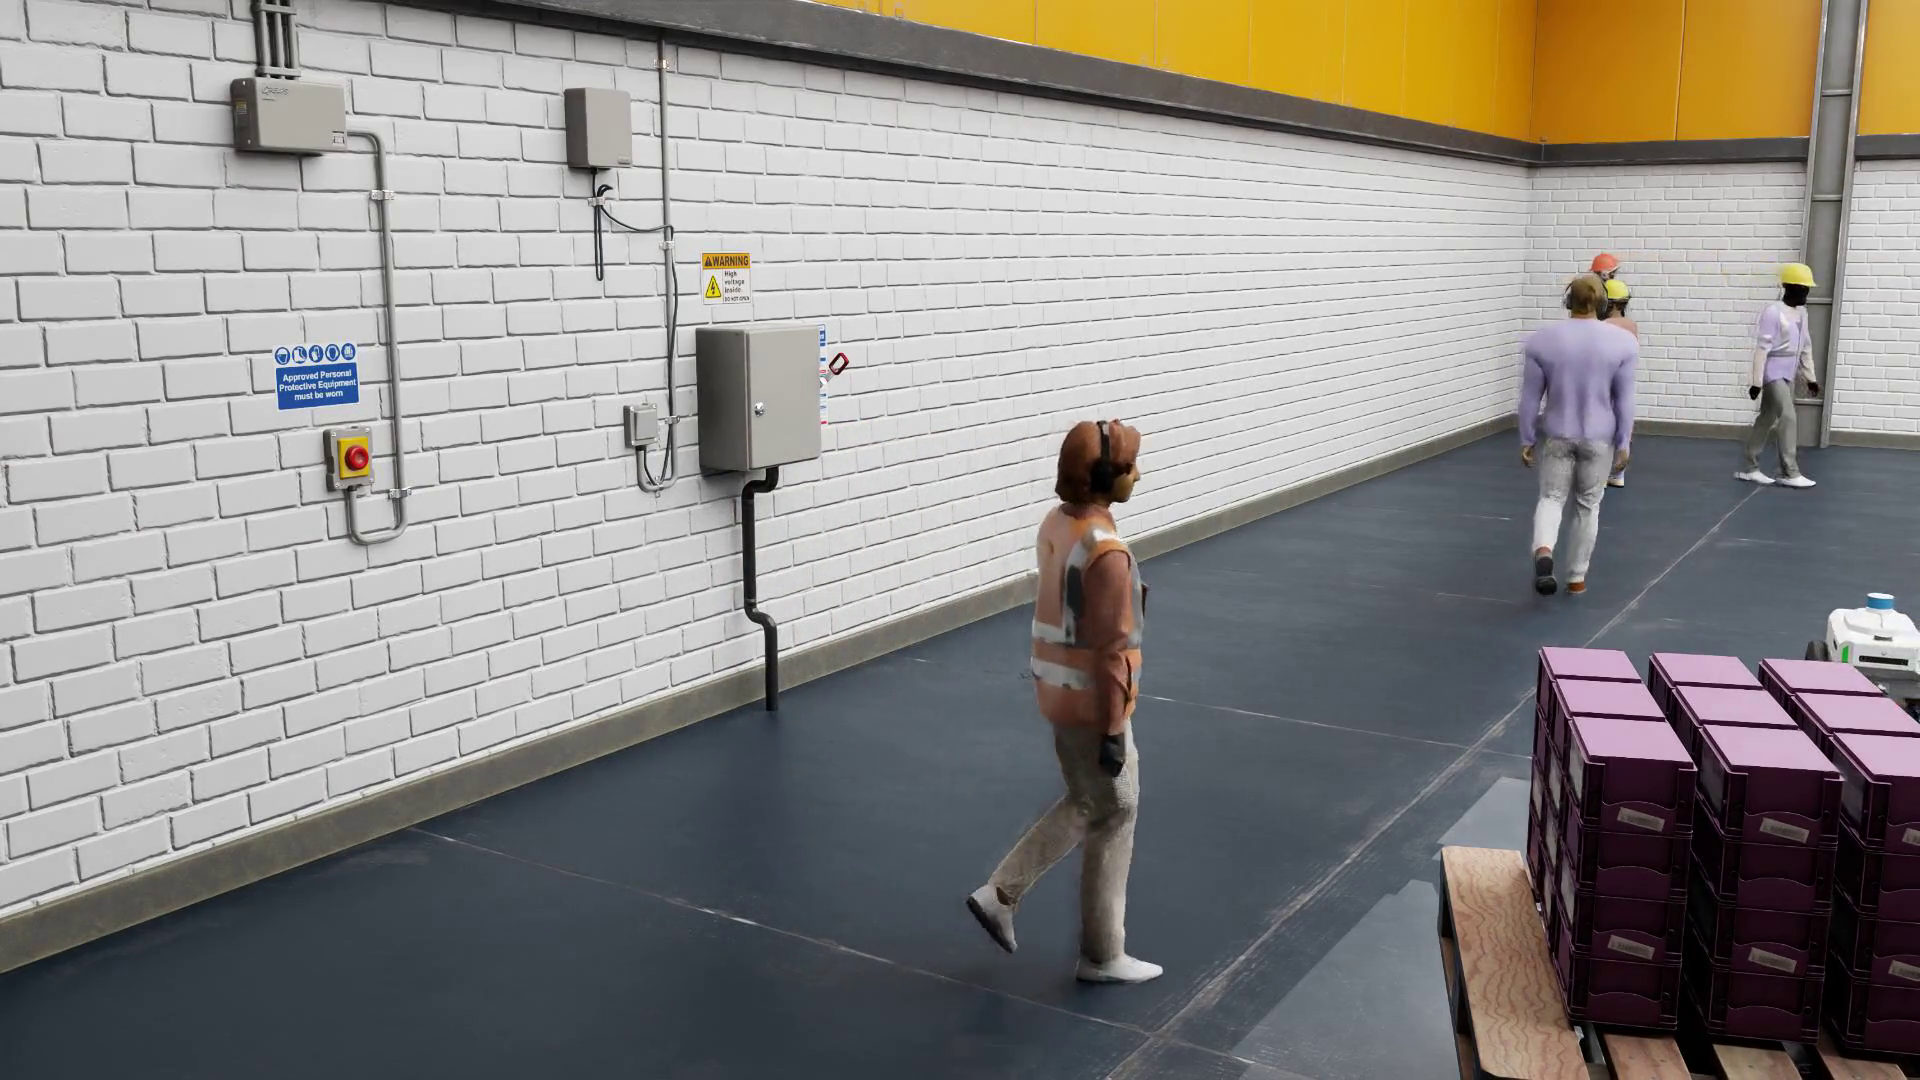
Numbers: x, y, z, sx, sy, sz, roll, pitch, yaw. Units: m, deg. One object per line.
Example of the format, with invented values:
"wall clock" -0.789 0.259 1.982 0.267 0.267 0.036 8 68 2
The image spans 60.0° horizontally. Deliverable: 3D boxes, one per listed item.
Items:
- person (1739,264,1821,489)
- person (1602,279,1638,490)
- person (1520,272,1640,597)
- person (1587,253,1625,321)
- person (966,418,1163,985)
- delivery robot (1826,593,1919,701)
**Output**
"person" 7.083 -1.389 14.157 0.610 1.891 0.840 -9 14 -41
"person" 5.474 -1.303 14.041 0.532 1.772 0.300 -6 12 -30
"person" 3.562 -0.581 9.632 0.633 1.921 0.690 5 11 26
"person" 6.672 -1.991 17.314 0.679 1.981 0.631 7 12 33
"person" 0.317 0.468 4.630 0.454 1.620 0.524 -3 11 -16
"delivery robot" 4.009 0.477 7.283 0.477 0.478 0.707 4 11 23
